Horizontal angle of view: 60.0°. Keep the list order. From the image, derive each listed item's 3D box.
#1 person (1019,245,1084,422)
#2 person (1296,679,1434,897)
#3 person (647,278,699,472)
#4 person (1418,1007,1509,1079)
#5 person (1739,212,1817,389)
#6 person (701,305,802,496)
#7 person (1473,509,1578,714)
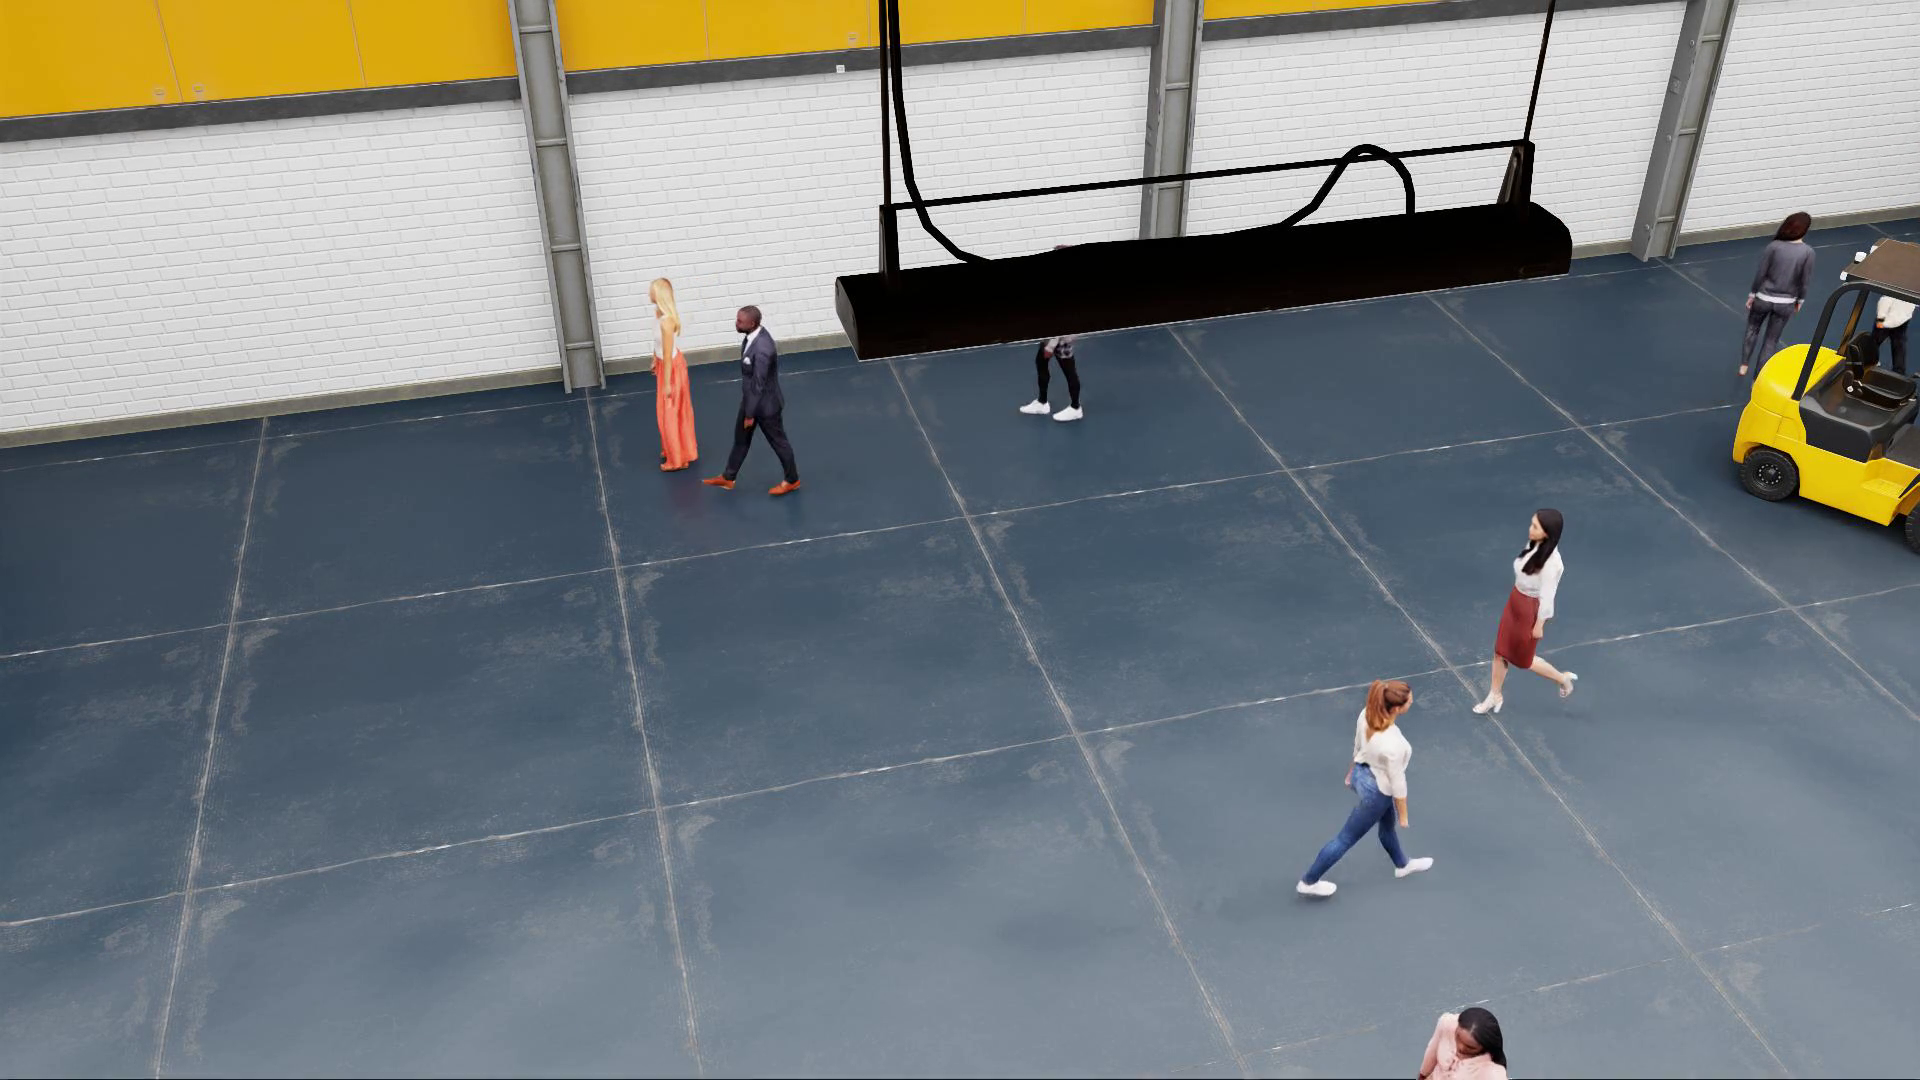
[{"bbox_3d":[1.029,-1.889,15.340,0.815,1.753,0.658,-7,34,-10],"label":"person"},{"bbox_3d":[2.445,1.580,10.201,1.165,1.666,0.701,-5,34,-8],"label":"person"},{"bbox_3d":[-2.526,-1.485,14.688,0.568,1.802,0.630,-8,35,-12],"label":"person"},{"bbox_3d":[2.522,2.835,8.282,0.685,1.699,0.741,-14,36,-20],"label":"person"},{"bbox_3d":[7.772,-2.252,15.888,0.798,1.752,0.862,16,37,23],"label":"person"},{"bbox_3d":[-1.609,-1.172,14.226,1.074,1.793,0.722,-10,35,-15],"label":"person"},{"bbox_3d":[4.052,0.542,11.700,0.988,1.734,0.739,-1,34,-1],"label":"person"}]
